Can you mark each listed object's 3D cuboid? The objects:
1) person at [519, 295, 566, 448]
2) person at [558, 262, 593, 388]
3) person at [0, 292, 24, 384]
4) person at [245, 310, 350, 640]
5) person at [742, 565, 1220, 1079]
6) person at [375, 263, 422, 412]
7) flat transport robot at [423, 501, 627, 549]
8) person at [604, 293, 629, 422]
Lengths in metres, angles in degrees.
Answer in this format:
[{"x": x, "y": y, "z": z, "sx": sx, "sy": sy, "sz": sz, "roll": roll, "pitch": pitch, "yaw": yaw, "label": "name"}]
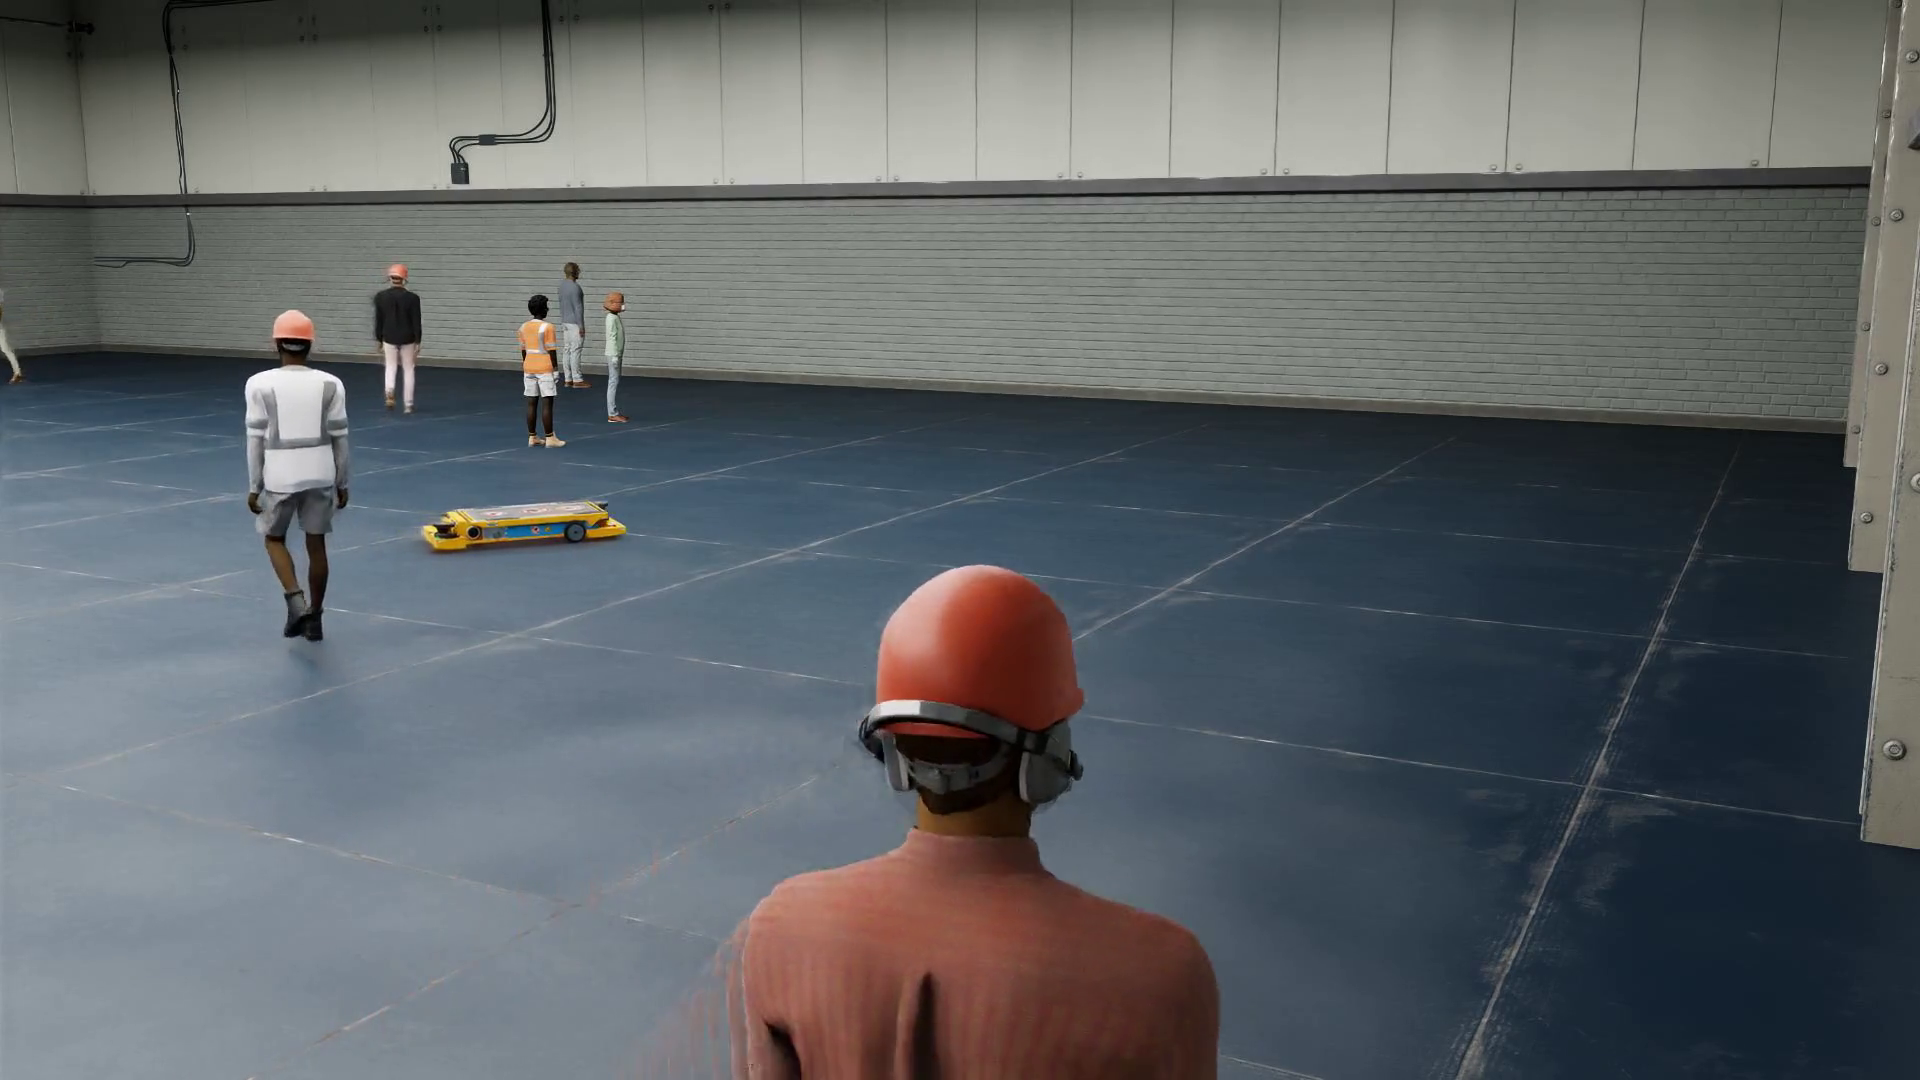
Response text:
[{"x": -4.653, "y": -1.868, "z": 18.469, "sx": 0.532, "sy": 1.697, "sz": 0.320, "roll": 7, "pitch": 12, "yaw": 32, "label": "person"}, {"x": -5.976, "y": -3.322, "z": 25.739, "sx": 0.372, "sy": 1.940, "sz": 0.632, "roll": -8, "pitch": 13, "yaw": -37, "label": "person"}, {"x": -15.193, "y": -3.329, "z": 26.157, "sx": 0.543, "sy": 1.813, "sz": 0.992, "roll": 3, "pitch": 11, "yaw": 17, "label": "person"}, {"x": -3.801, "y": -0.353, "z": 9.582, "sx": 0.578, "sy": 1.925, "sz": 0.433, "roll": -7, "pitch": 12, "yaw": -32, "label": "person"}, {"x": -0.005, "y": 1.017, "z": 1.961, "sx": 0.619, "sy": 1.974, "sz": 0.705, "roll": 6, "pitch": 12, "yaw": 28, "label": "person"}, {"x": -7.407, "y": -2.650, "z": 21.947, "sx": 0.621, "sy": 1.982, "sz": 0.625, "roll": -1, "pitch": 10, "yaw": -7, "label": "person"}, {"x": -3.372, "y": -0.129, "z": 12.876, "sx": 1.431, "sy": 0.197, "sz": 0.652, "roll": -5, "pitch": 12, "yaw": -26, "label": "flat transport robot"}, {"x": -4.353, "y": -2.310, "z": 21.052, "sx": 0.264, "sy": 1.632, "sz": 0.507, "roll": -1, "pitch": 10, "yaw": -7, "label": "person"}]
